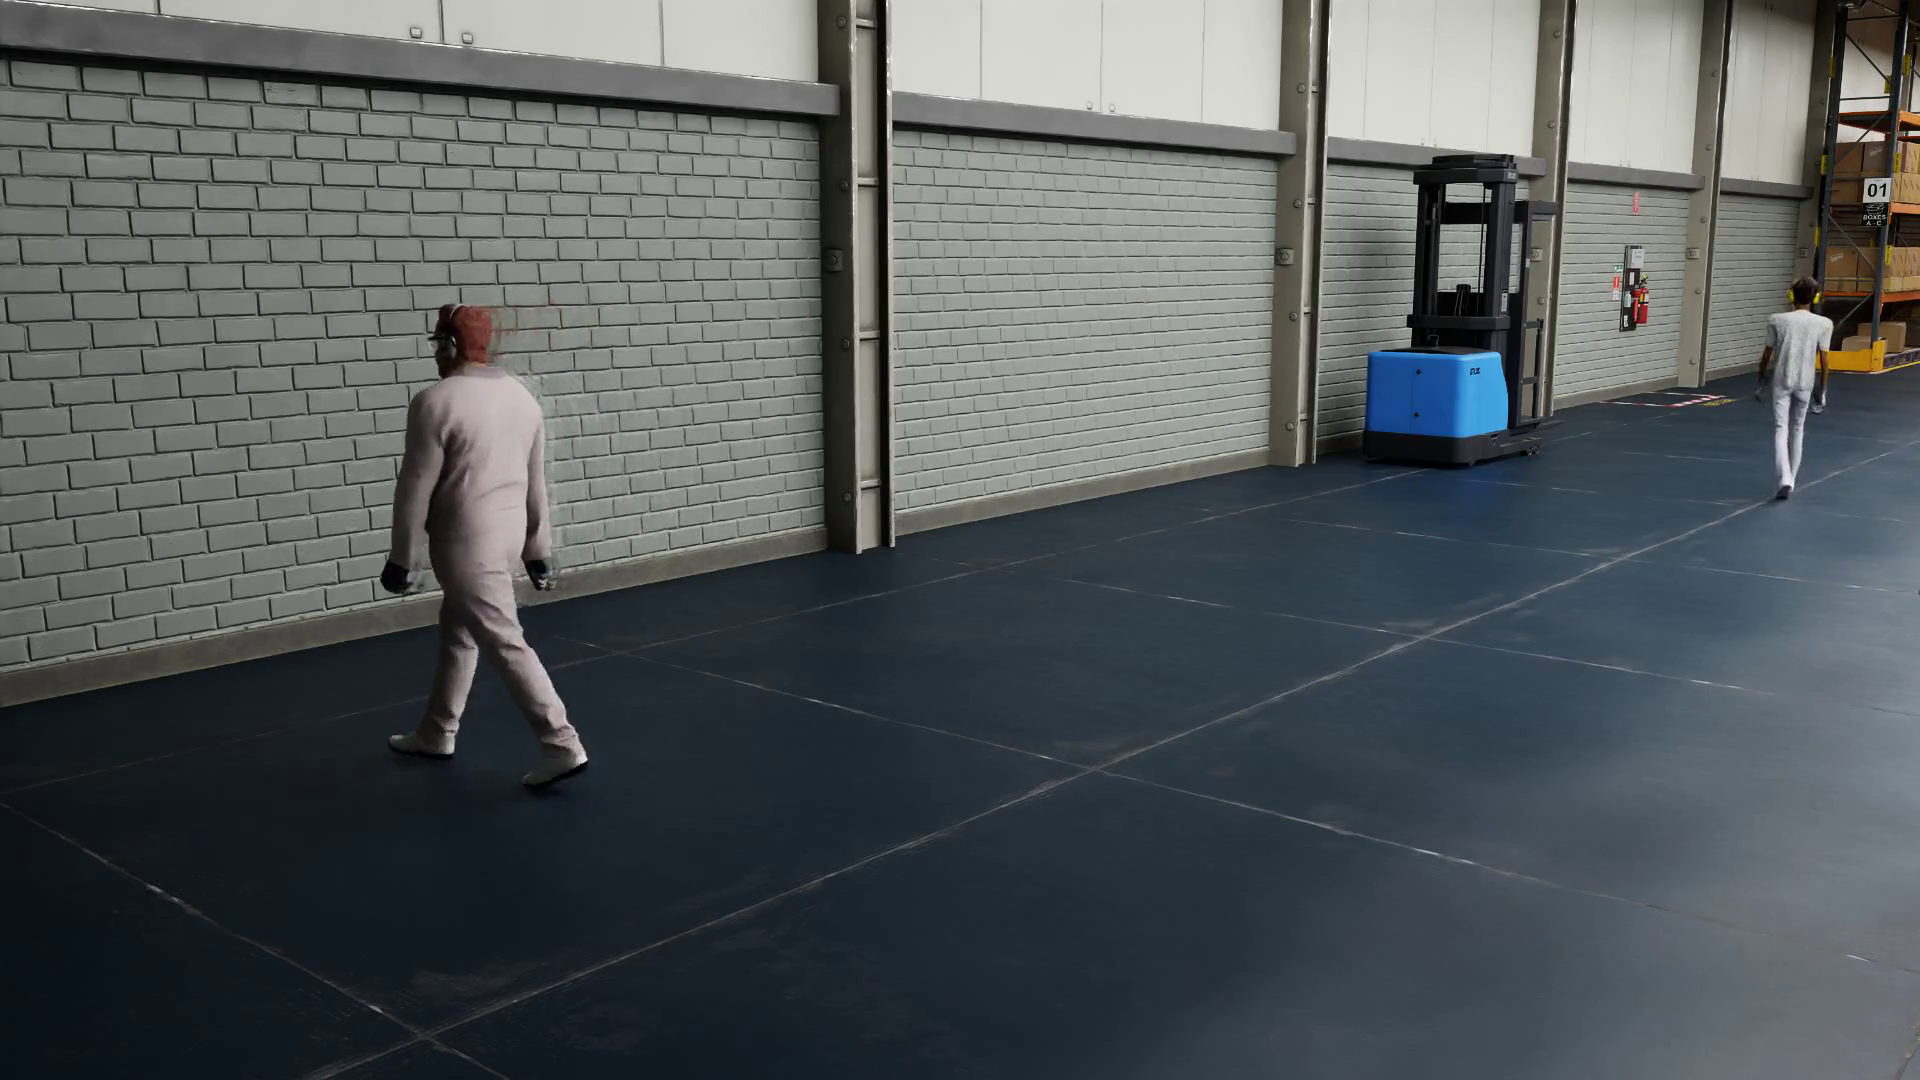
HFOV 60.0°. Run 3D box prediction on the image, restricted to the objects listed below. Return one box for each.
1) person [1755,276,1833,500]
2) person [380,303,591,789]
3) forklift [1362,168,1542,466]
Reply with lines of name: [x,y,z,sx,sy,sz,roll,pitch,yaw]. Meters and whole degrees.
person: [6.923,-1.272,13.826,0.518,1.829,0.920,3,10,18]
person: [-1.851,0.017,6.438,1.037,1.857,0.633,3,11,18]
forklift: [4.875,-2.212,16.287,1.129,2.768,1.873,8,13,40]
